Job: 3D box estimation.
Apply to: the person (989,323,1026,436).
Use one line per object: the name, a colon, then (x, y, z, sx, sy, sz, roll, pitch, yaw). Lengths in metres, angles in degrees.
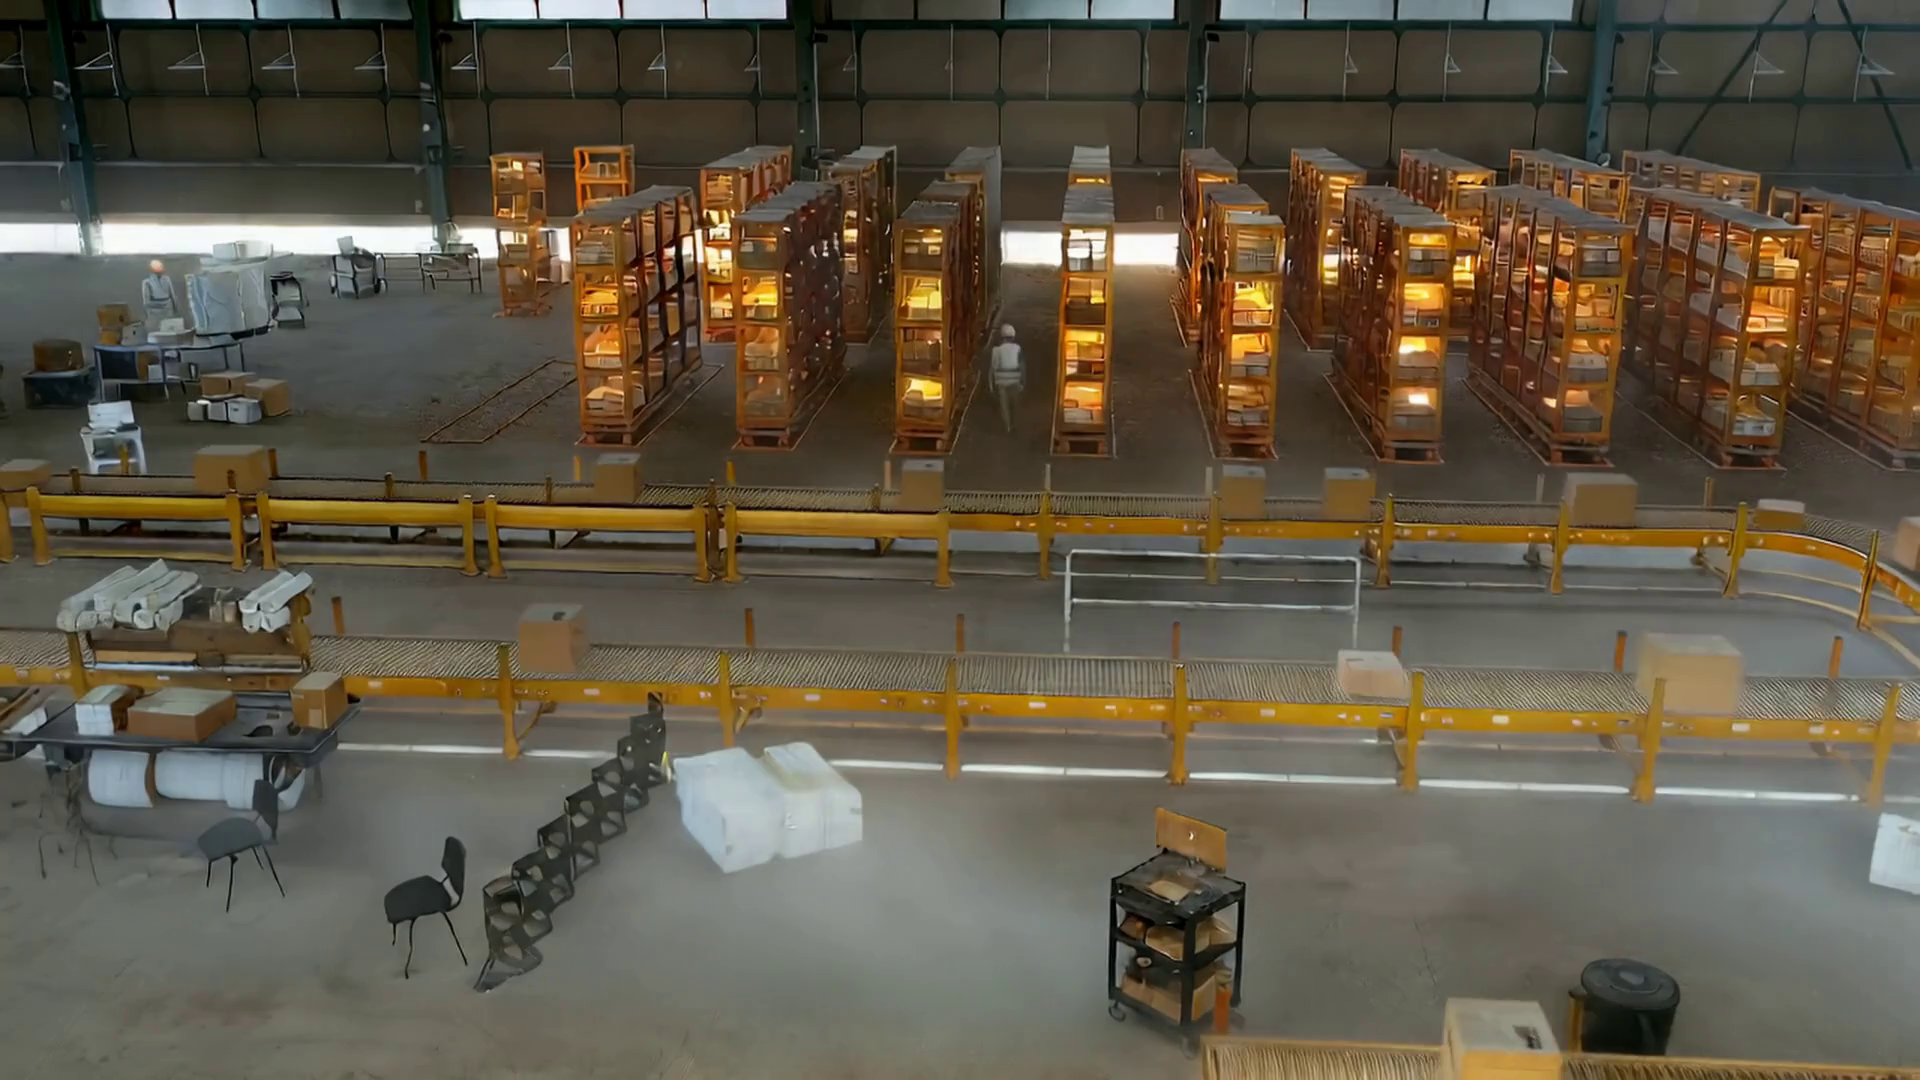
person: (0.783, -2.573, 26.774, 0.596, 1.806, 0.761, -4, 18, -13)

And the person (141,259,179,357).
person: (-15.768, -4.579, 32.922, 0.655, 1.929, 0.638, 13, 22, 35)
